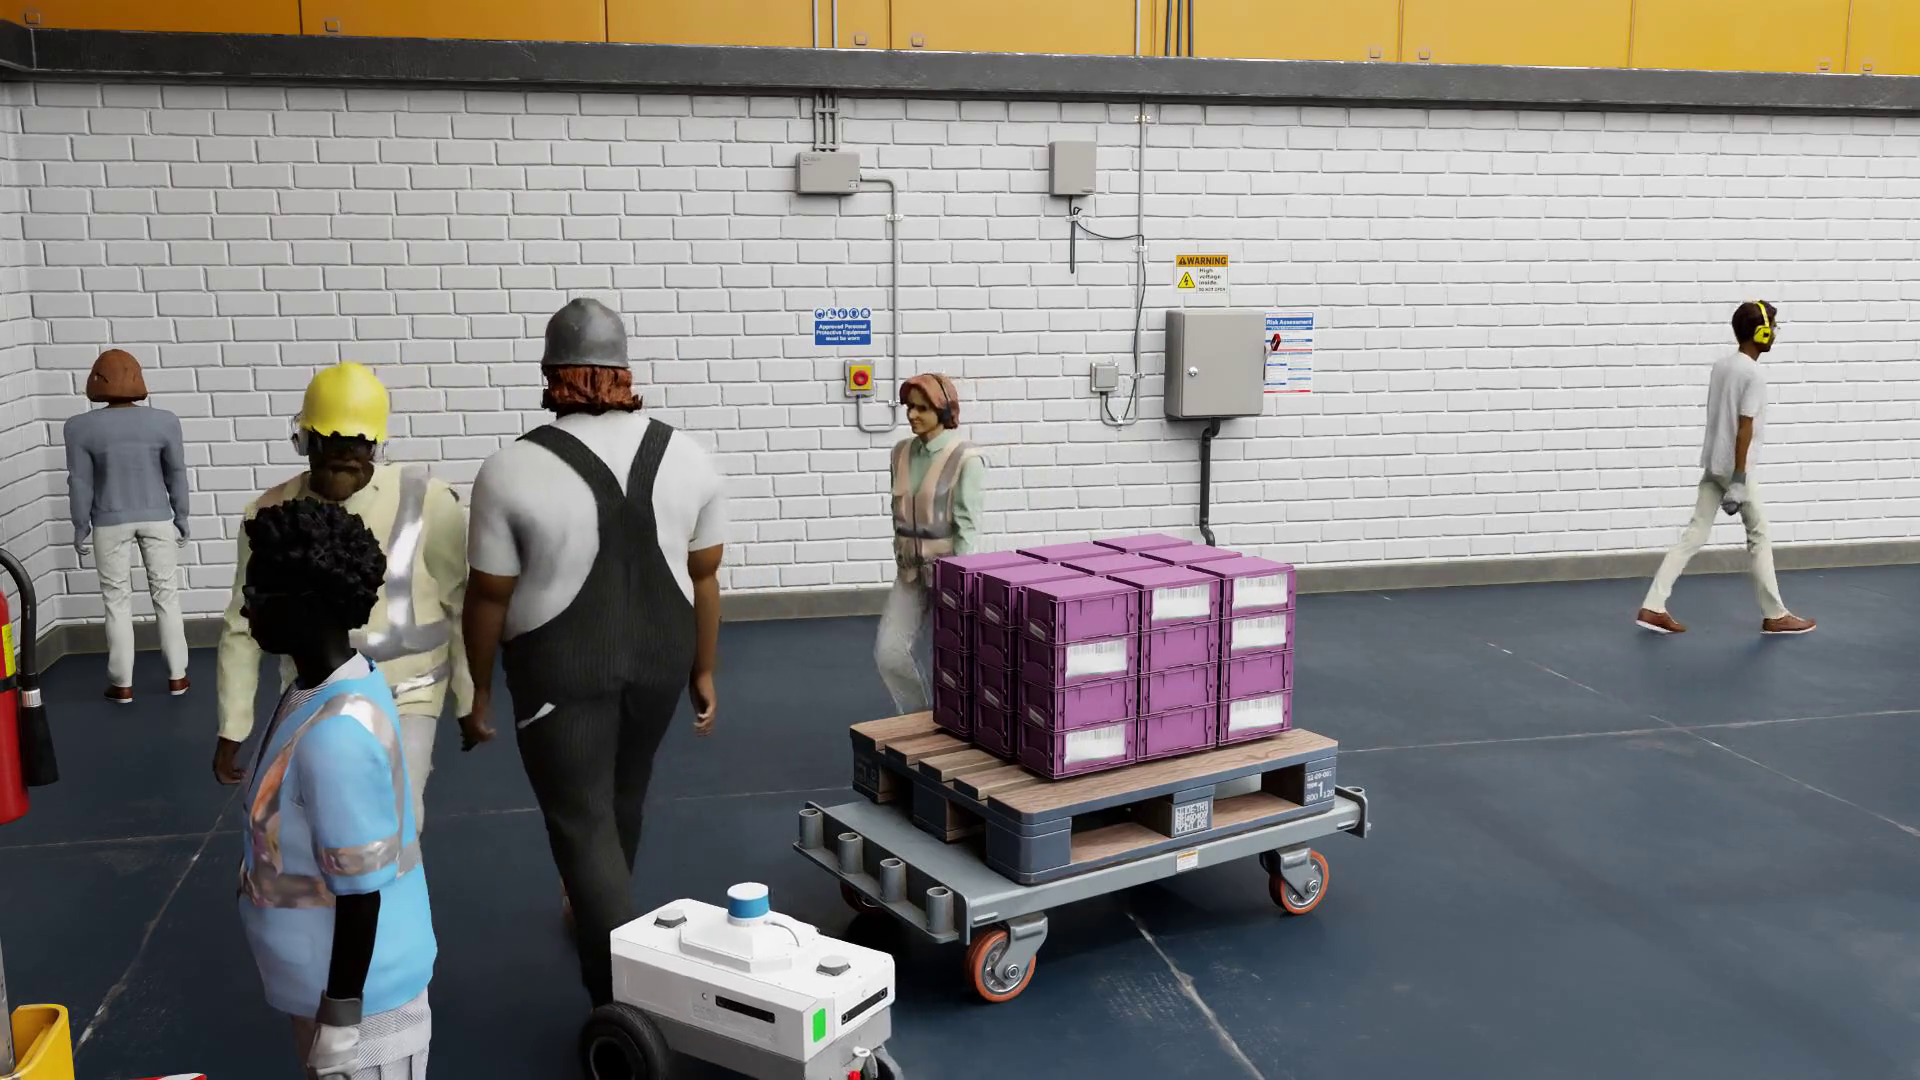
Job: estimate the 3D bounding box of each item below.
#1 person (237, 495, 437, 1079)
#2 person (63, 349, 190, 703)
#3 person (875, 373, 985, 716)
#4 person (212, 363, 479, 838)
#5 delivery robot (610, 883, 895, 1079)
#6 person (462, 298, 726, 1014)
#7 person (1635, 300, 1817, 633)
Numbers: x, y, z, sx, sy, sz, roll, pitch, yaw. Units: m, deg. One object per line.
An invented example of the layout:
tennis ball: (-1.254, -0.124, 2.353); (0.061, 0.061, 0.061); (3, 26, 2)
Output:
person: (-1.096, 0.765, 2.947); (0.318, 1.697, 0.535); (-5, 11, -24)
person: (-3.838, -0.065, 7.709); (0.507, 1.636, 0.277); (-7, 12, -34)
person: (-0.109, 0.165, 6.472); (0.517, 1.622, 0.375); (9, 13, 40)
person: (-1.609, 0.445, 4.374); (0.618, 1.811, 0.564); (1, 10, 6)
delivery robot: (-0.511, 1.084, 4.070); (0.707, 0.478, 0.477); (7, 13, 32)
person: (-1.013, 0.298, 4.581); (0.693, 2.000, 1.030); (-8, 13, -36)
person: (4.145, -0.375, 8.954); (0.995, 1.817, 0.538); (-1, 10, -6)
